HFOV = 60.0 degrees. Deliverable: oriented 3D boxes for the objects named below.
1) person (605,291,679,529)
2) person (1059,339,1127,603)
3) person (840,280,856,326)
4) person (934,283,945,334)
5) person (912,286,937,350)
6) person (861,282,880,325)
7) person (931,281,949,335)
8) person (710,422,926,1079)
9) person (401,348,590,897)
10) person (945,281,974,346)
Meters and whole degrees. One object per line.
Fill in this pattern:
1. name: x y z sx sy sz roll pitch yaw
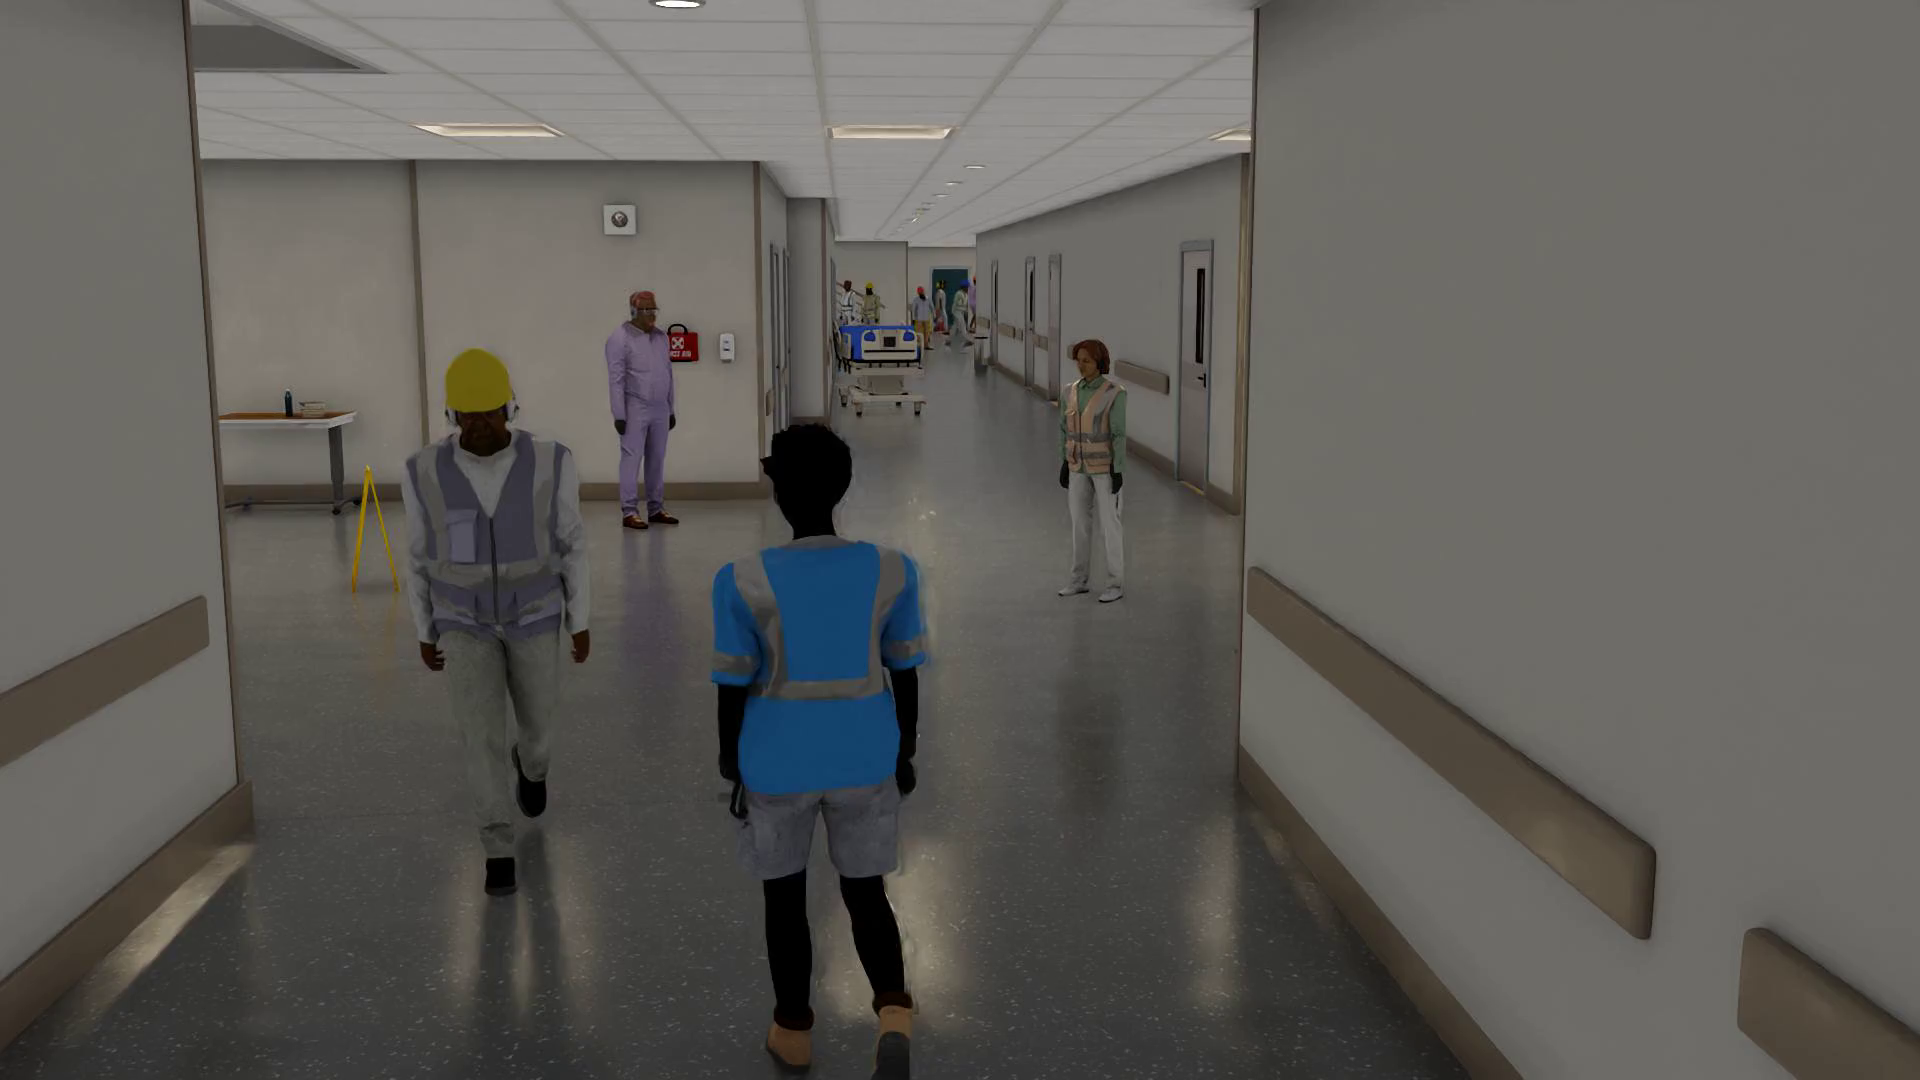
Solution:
1. person: -2.522 -1.042 13.361 0.401 1.899 0.636 7 11 37
2. person: 0.831 -0.431 10.358 0.514 1.630 0.318 9 12 43
3. person: -3.097 -6.202 45.789 0.575 1.885 0.355 9 12 43
4. person: -0.730 -8.031 57.641 0.326 1.767 0.533 5 10 28
5. person: -0.965 -5.992 44.960 0.659 1.729 0.400 -2 9 -14
6. person: -2.447 -6.053 45.019 0.598 1.833 0.403 6 11 34
7. person: -0.656 -7.893 56.533 0.794 1.844 0.529 1 9 3
8. person: -0.317 0.559 4.021 0.542 1.676 0.620 -3 10 -19
9. person: -1.567 0.235 5.681 0.600 1.798 0.773 -2 9 -14
10. person: -0.028 -6.488 47.642 0.979 1.875 0.645 4 10 23
